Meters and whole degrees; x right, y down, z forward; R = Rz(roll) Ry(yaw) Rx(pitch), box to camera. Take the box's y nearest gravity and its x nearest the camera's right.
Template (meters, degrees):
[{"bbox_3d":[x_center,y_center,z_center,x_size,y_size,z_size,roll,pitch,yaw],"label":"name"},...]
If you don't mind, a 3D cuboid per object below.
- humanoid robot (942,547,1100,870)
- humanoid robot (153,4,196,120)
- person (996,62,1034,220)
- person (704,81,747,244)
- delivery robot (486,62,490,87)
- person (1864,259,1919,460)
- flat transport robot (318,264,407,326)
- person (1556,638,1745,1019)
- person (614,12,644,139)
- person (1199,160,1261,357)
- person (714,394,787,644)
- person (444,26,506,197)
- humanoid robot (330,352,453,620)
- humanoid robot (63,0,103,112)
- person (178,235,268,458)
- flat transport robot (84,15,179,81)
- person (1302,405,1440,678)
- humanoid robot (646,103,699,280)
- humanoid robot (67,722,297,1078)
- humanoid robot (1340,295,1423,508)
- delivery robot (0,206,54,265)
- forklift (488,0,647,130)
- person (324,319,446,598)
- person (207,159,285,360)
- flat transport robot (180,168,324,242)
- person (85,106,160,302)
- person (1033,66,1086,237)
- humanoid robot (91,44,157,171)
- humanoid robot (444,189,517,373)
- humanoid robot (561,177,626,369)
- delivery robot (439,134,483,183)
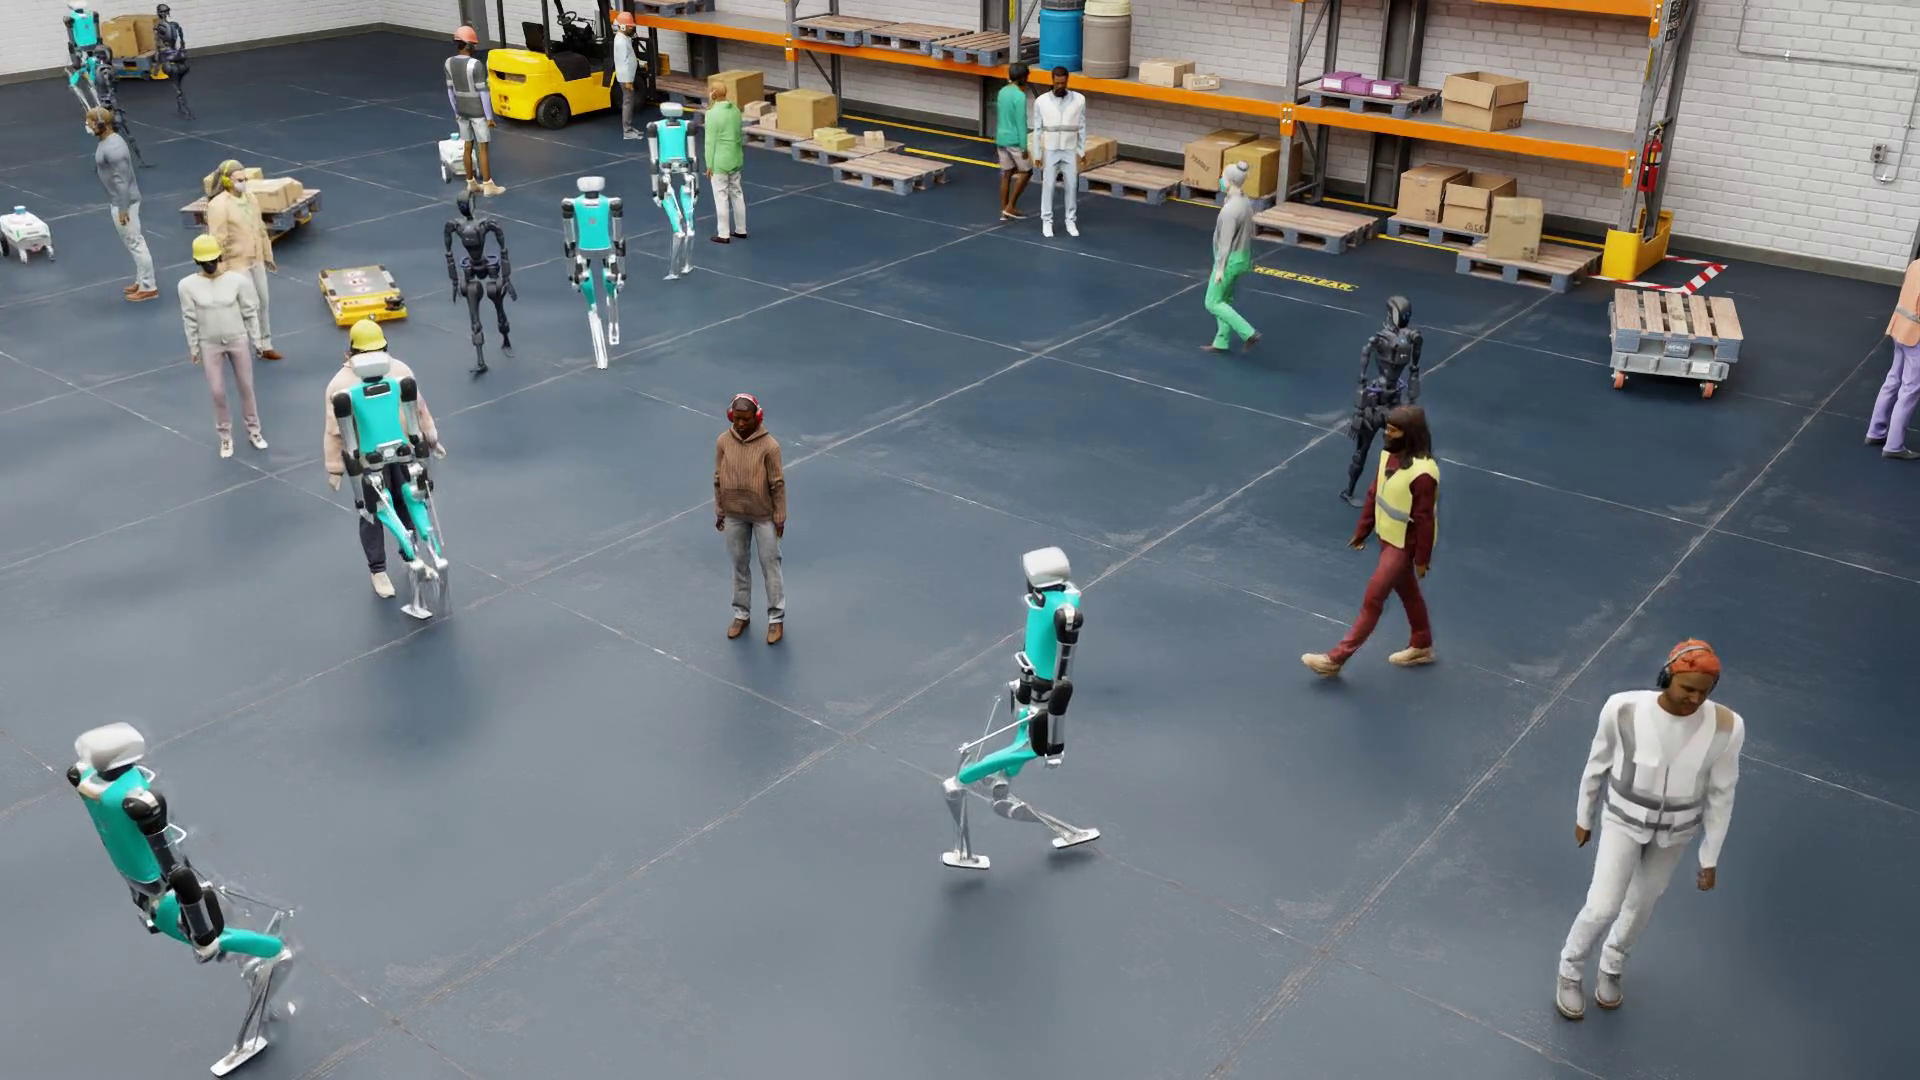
[{"bbox_3d":[0.197,0.892,8.077,1.043,1.752,0.544,-7,27,-13],"label":"humanoid robot"},{"bbox_3d":[-11.704,-7.085,24.640,0.591,1.637,0.603,10,27,19],"label":"humanoid robot"},{"bbox_3d":[0.618,-4.609,19.322,0.454,1.836,0.534,-18,31,-32],"label":"person"},{"bbox_3d":[-2.621,-4.210,18.565,0.390,1.778,0.534,17,30,31],"label":"person"},{"bbox_3d":[-7.396,-7.552,26.904,0.512,0.613,0.785,-12,28,-24],"label":"delivery robot"},{"bbox_3d":[7.427,-1.528,12.934,0.380,1.837,0.562,0,26,0],"label":"person"},{"bbox_3d":[-6.009,-2.471,16.688,0.659,0.231,1.431,-12,28,-23],"label":"flat transport robot"},{"bbox_3d":[2.946,1.272,7.102,0.578,1.861,0.582,5,26,11],"label":"person"},{"bbox_3d":[-4.668,-6.538,23.422,0.350,1.738,0.572,-5,26,-11],"label":"person"},{"bbox_3d":[2.468,-2.512,14.975,0.522,1.826,0.538,13,28,24],"label":"person"},{"bbox_3d":[-1.283,-0.147,10.291,0.462,1.648,0.327,6,27,13],"label":"person"},{"bbox_3d":[-5.968,-5.249,20.416,0.604,2.035,0.381,12,28,24],"label":"person"},{"bbox_3d":[-3.471,-0.206,10.413,0.531,1.858,0.763,-19,32,-35],"label":"humanoid robot"},{"bbox_3d":[-12.947,-7.048,24.501,0.779,1.777,0.562,14,29,26],"label":"humanoid robot"},{"bbox_3d":[-5.741,-1.522,13.006,0.534,1.765,0.353,-12,28,-23],"label":"person"},{"bbox_3d":[-13.831,-7.881,27.891,1.431,0.231,0.659,0,26,0],"label":"flat transport robot"},{"bbox_3d":[2.507,0.016,9.860,0.936,1.716,0.498,-5,26,-11],"label":"person"},{"bbox_3d":[-2.902,-3.591,17.326,0.619,1.786,0.837,-13,29,-26],"label":"humanoid robot"},{"bbox_3d":[-3.098,1.505,6.894,0.544,1.892,0.746,17,31,31],"label":"humanoid robot"},{"bbox_3d":[3.073,-0.954,11.942,0.589,1.636,0.646,-13,29,-25],"label":"humanoid robot"},{"bbox_3d":[-10.209,-3.349,18.167,0.499,0.585,0.777,-21,33,-36],"label":"delivery robot"},{"bbox_3d":[-5.874,-7.334,24.552,1.214,2.155,2.313,19,32,34],"label":"forklift"},{"bbox_3d":[-3.781,-0.558,10.897,0.423,1.859,0.801,22,33,37],"label":"person"},{"bbox_3d":[-6.431,-2.490,14.902,0.452,1.854,0.592,9,27,17],"label":"person"},{"bbox_3d":[-8.018,-3.570,18.965,0.659,0.231,1.431,2,26,4],"label":"flat transport robot"},{"bbox_3d":[-8.356,-3.352,16.597,0.353,1.936,0.632,-14,29,-26],"label":"person"},{"bbox_3d":[1.120,-4.390,18.785,0.600,1.904,0.394,-3,26,-6],"label":"person"},{"bbox_3d":[-11.007,-5.591,21.591,0.788,1.633,0.613,-12,28,-24],"label":"humanoid robot"},{"bbox_3d":[-4.258,-2.335,14.848,0.591,1.624,0.777,-1,26,-3],"label":"humanoid robot"},{"bbox_3d":[-3.266,-2.481,15.040,0.555,1.778,0.956,-4,26,-9],"label":"humanoid robot"},{"bbox_3d":[-6.469,-4.926,21.451,0.499,0.601,0.796,-12,28,-24],"label":"delivery robot"}]
